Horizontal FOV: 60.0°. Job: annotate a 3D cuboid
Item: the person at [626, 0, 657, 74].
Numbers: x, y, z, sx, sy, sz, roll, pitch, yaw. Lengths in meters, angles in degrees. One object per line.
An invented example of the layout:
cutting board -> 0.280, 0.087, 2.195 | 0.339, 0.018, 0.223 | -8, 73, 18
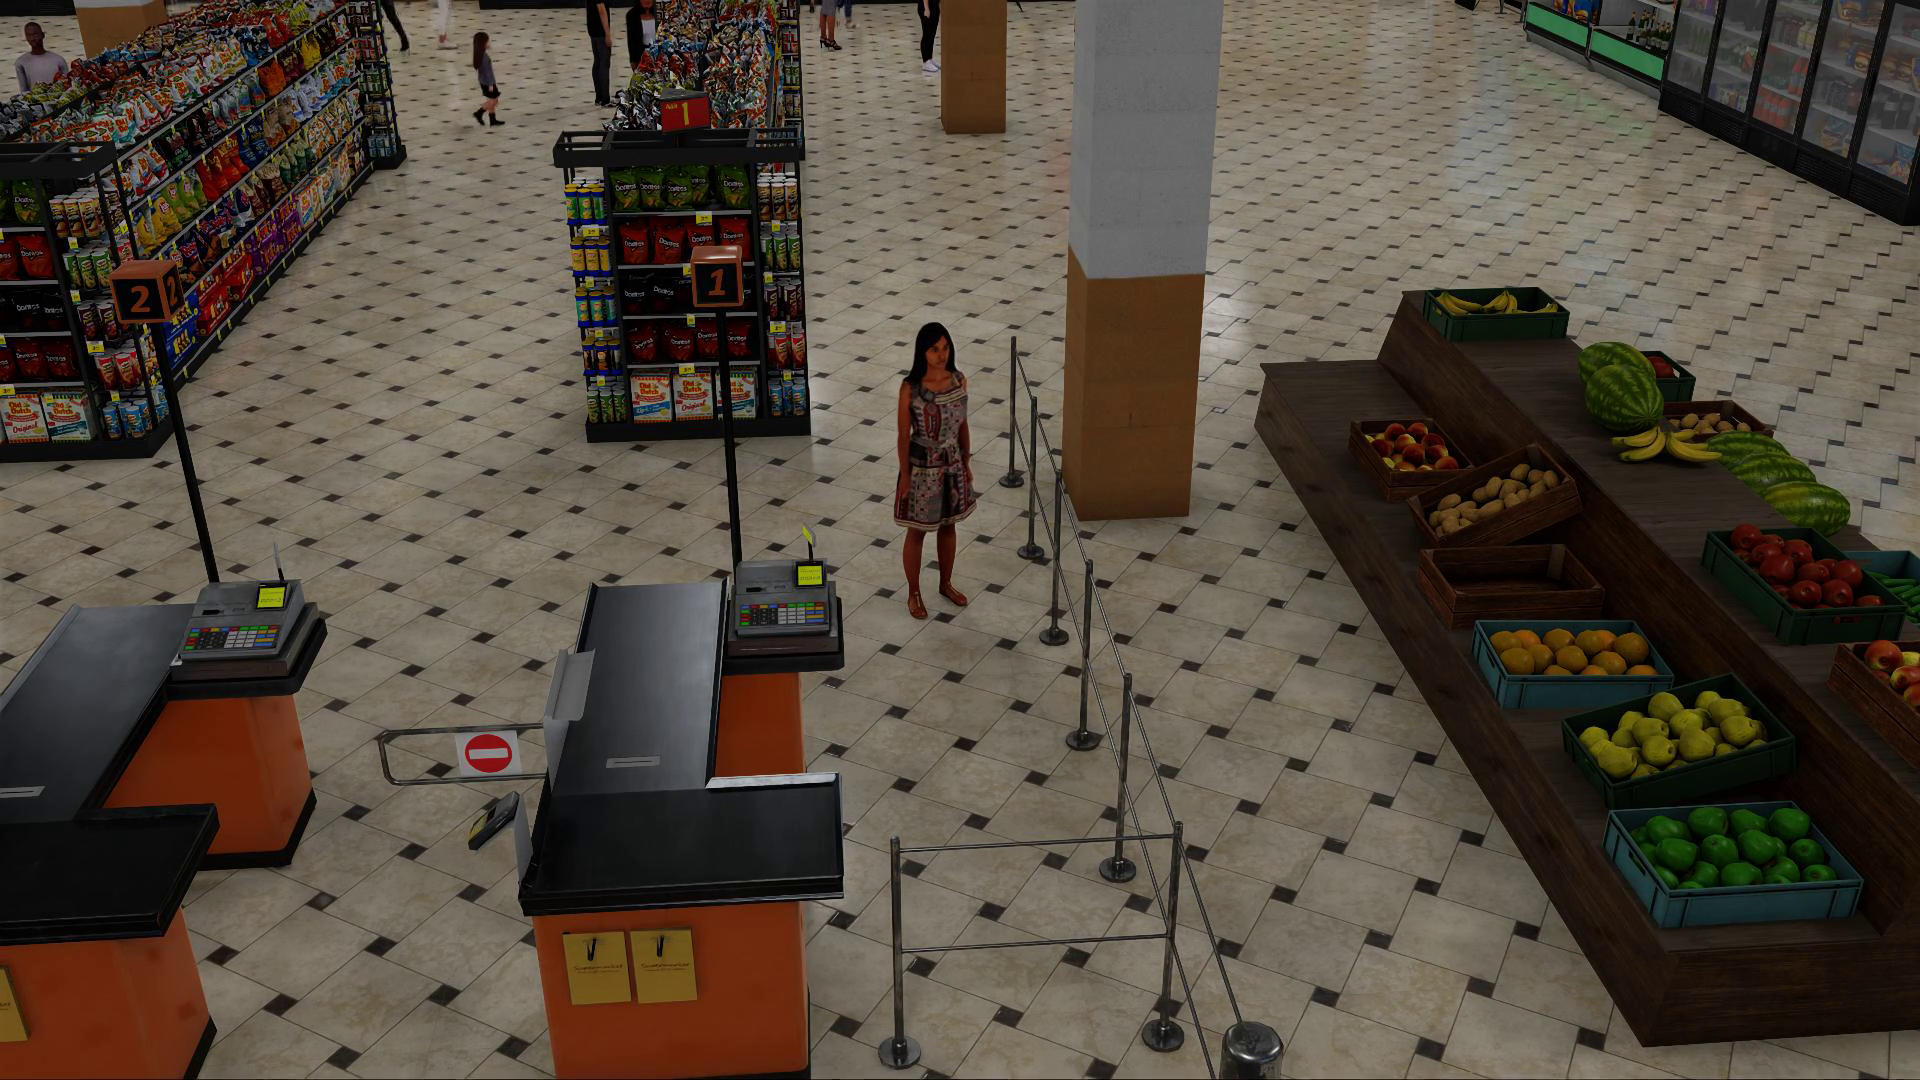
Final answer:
person -> -3.626, -5.611, 19.312 | 0.752, 1.617, 0.781 | -18, 32, -31

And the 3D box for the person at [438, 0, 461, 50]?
person -> -7.401, -7.873, 23.693 | 0.698, 1.689, 0.550 | -7, 28, -13

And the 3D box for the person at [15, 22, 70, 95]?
person -> -8.870, -4.149, 16.257 | 0.680, 1.771, 0.648 | -12, 29, -21

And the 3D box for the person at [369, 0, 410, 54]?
person -> -8.054, -7.587, 23.285 | 1.022, 1.547, 1.034 | 16, 31, 28

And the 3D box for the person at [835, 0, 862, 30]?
person -> -1.791, -8.468, 25.103 | 0.758, 1.475, 0.746 | -12, 29, -22

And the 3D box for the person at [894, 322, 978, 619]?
person -> -0.141, -0.390, 8.986 | 0.722, 1.645, 0.689 | -15, 30, -27

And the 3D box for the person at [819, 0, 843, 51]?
person -> -1.875, -7.910, 23.665 | 0.726, 1.781, 0.601 | -15, 31, -27

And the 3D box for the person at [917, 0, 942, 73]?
person -> -0.402, -7.153, 22.329 | 0.760, 1.639, 0.663 | 10, 29, 19

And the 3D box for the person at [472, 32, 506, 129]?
person -> -5.553, -5.346, 19.362 | 0.629, 1.099, 0.601 | -10, 29, -20

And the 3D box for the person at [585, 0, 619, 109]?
person -> -4.407, -6.226, 20.280 | 0.768, 1.837, 0.632 | -16, 31, -28
